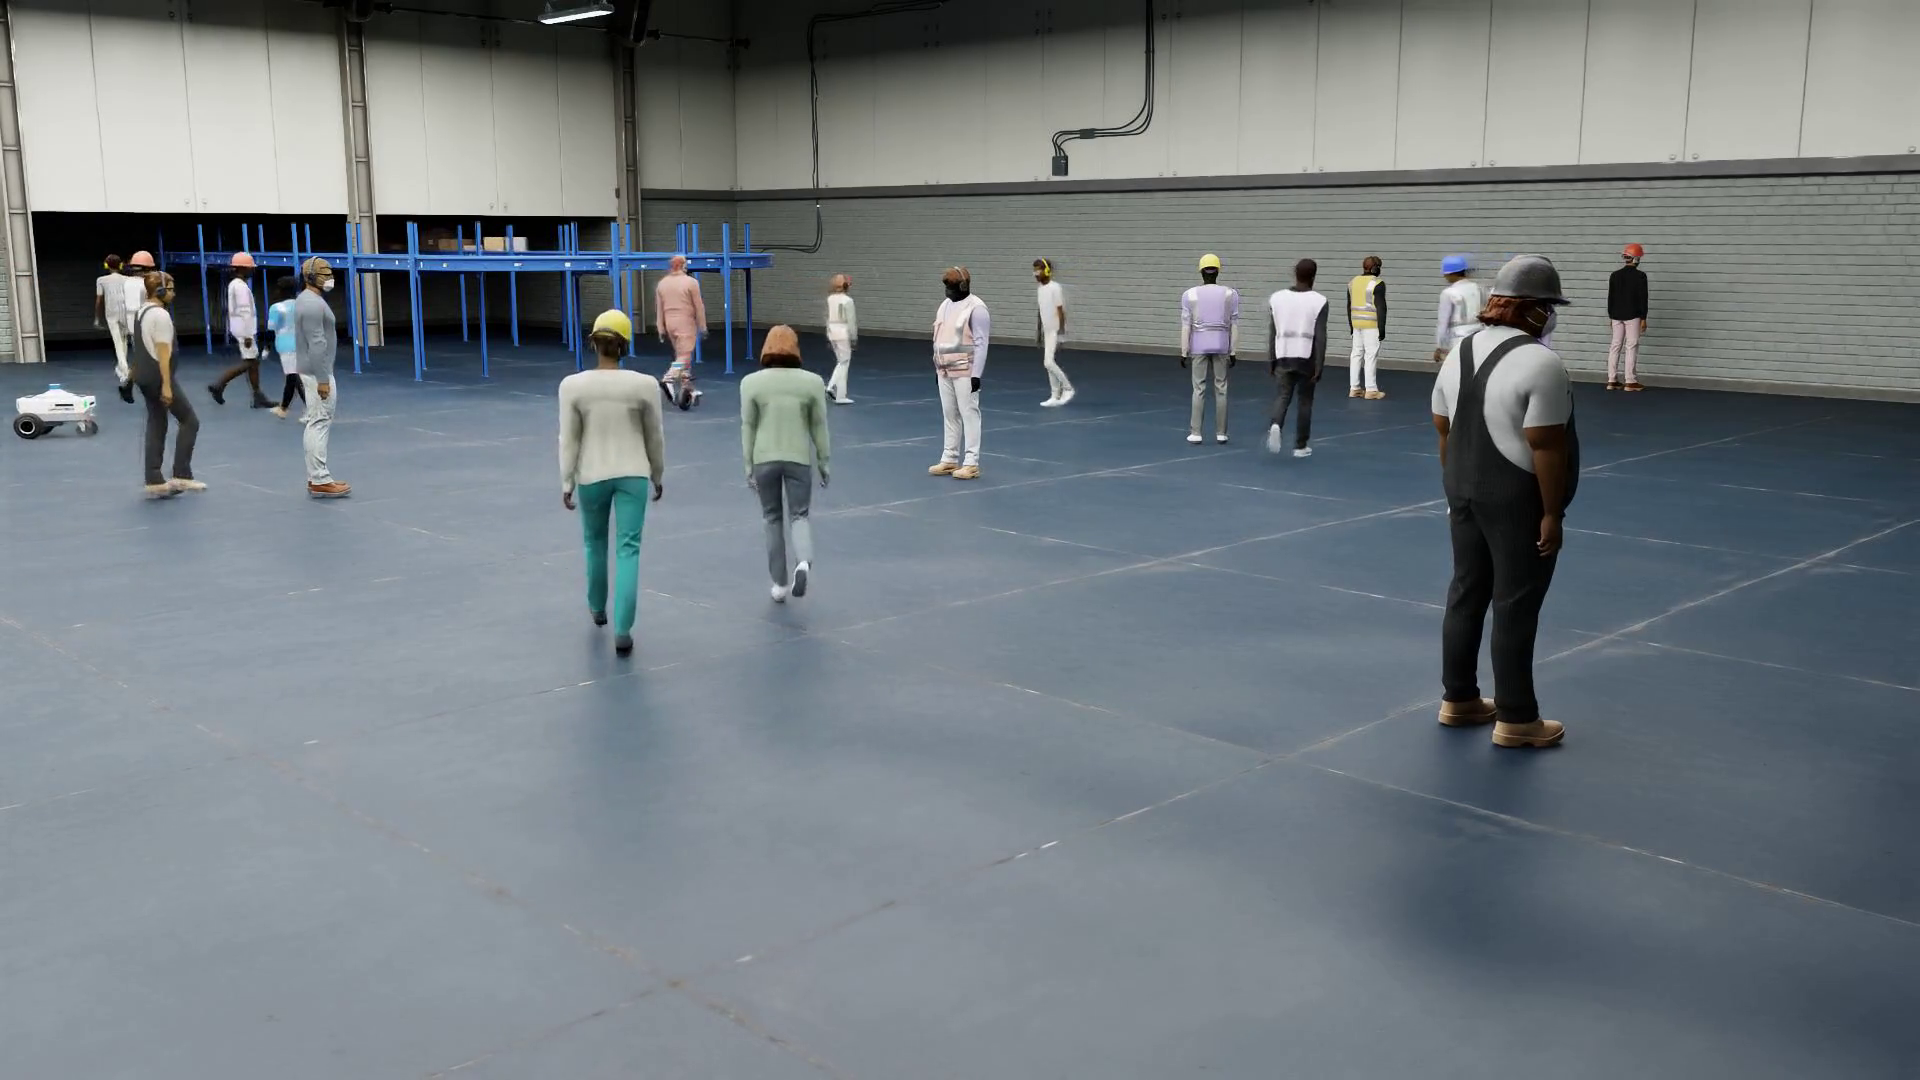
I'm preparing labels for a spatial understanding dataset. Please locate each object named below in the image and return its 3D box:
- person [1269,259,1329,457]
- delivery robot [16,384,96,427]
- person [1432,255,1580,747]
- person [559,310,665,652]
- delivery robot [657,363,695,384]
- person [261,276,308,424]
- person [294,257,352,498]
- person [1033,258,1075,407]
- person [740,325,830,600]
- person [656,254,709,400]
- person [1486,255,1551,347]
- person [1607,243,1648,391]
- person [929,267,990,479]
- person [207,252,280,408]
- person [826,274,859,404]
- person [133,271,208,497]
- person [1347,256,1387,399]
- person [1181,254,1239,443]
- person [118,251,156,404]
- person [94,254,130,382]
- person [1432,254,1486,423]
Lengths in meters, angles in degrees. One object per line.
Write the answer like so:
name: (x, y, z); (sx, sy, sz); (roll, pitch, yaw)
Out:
person: (3.187, -1.722, 15.819); (0.595, 1.893, 0.687); (6, 12, 29)
delivery robot: (-9.588, -1.414, 17.654); (0.707, 0.478, 0.477); (-2, 11, -12)
person: (2.341, -0.162, 7.025); (0.536, 2.000, 0.688); (-4, 11, -22)
person: (-1.803, -0.331, 8.684); (0.527, 1.719, 0.876); (-1, 10, -8)
delivery robot: (-3.515, -2.075, 20.548); (0.335, 0.223, 0.698); (3, 11, 14)
person: (-7.569, -2.141, 18.748); (0.864, 1.646, 0.543); (5, 11, 24)
person: (-5.224, -1.330, 13.563); (0.354, 1.936, 0.635); (-5, 11, -24)
person: (1.118, -2.564, 20.592); (0.487, 1.835, 0.575); (-4, 11, -22)
person: (-0.999, -0.427, 9.555); (0.505, 1.607, 0.547); (-2, 11, -10)
person: (-3.632, -2.746, 21.468); (0.652, 1.878, 0.874); (6, 12, 31)
person: (5.781, -1.996, 17.283); (0.650, 1.904, 0.401); (2, 11, 9)
person: (9.164, -3.055, 22.810); (0.382, 1.995, 0.612); (-6, 12, -30)
person: (-0.019, -1.468, 14.592); (0.429, 1.838, 0.621); (-8, 13, -37)
person: (-8.824, -2.562, 20.347); (0.747, 1.916, 0.551); (-6, 12, -29)
person: (-1.469, -2.518, 20.894); (0.374, 1.625, 0.544); (-8, 13, -37)
person: (-6.445, -1.268, 13.542); (0.542, 1.816, 0.619); (9, 14, 41)
person: (5.334, -2.775, 21.705); (0.429, 1.841, 0.633); (-6, 12, -29)
person: (2.540, -1.947, 16.981); (0.584, 1.919, 0.375); (0, 10, -1)
person: (-10.083, -2.591, 20.476); (0.577, 1.923, 0.533); (4, 11, 19)
person: (-12.336, -3.238, 24.272); (0.541, 1.821, 0.959); (-9, 14, -40)
person: (5.387, -2.122, 17.985); (0.635, 1.897, 0.802); (-8, 13, -38)
